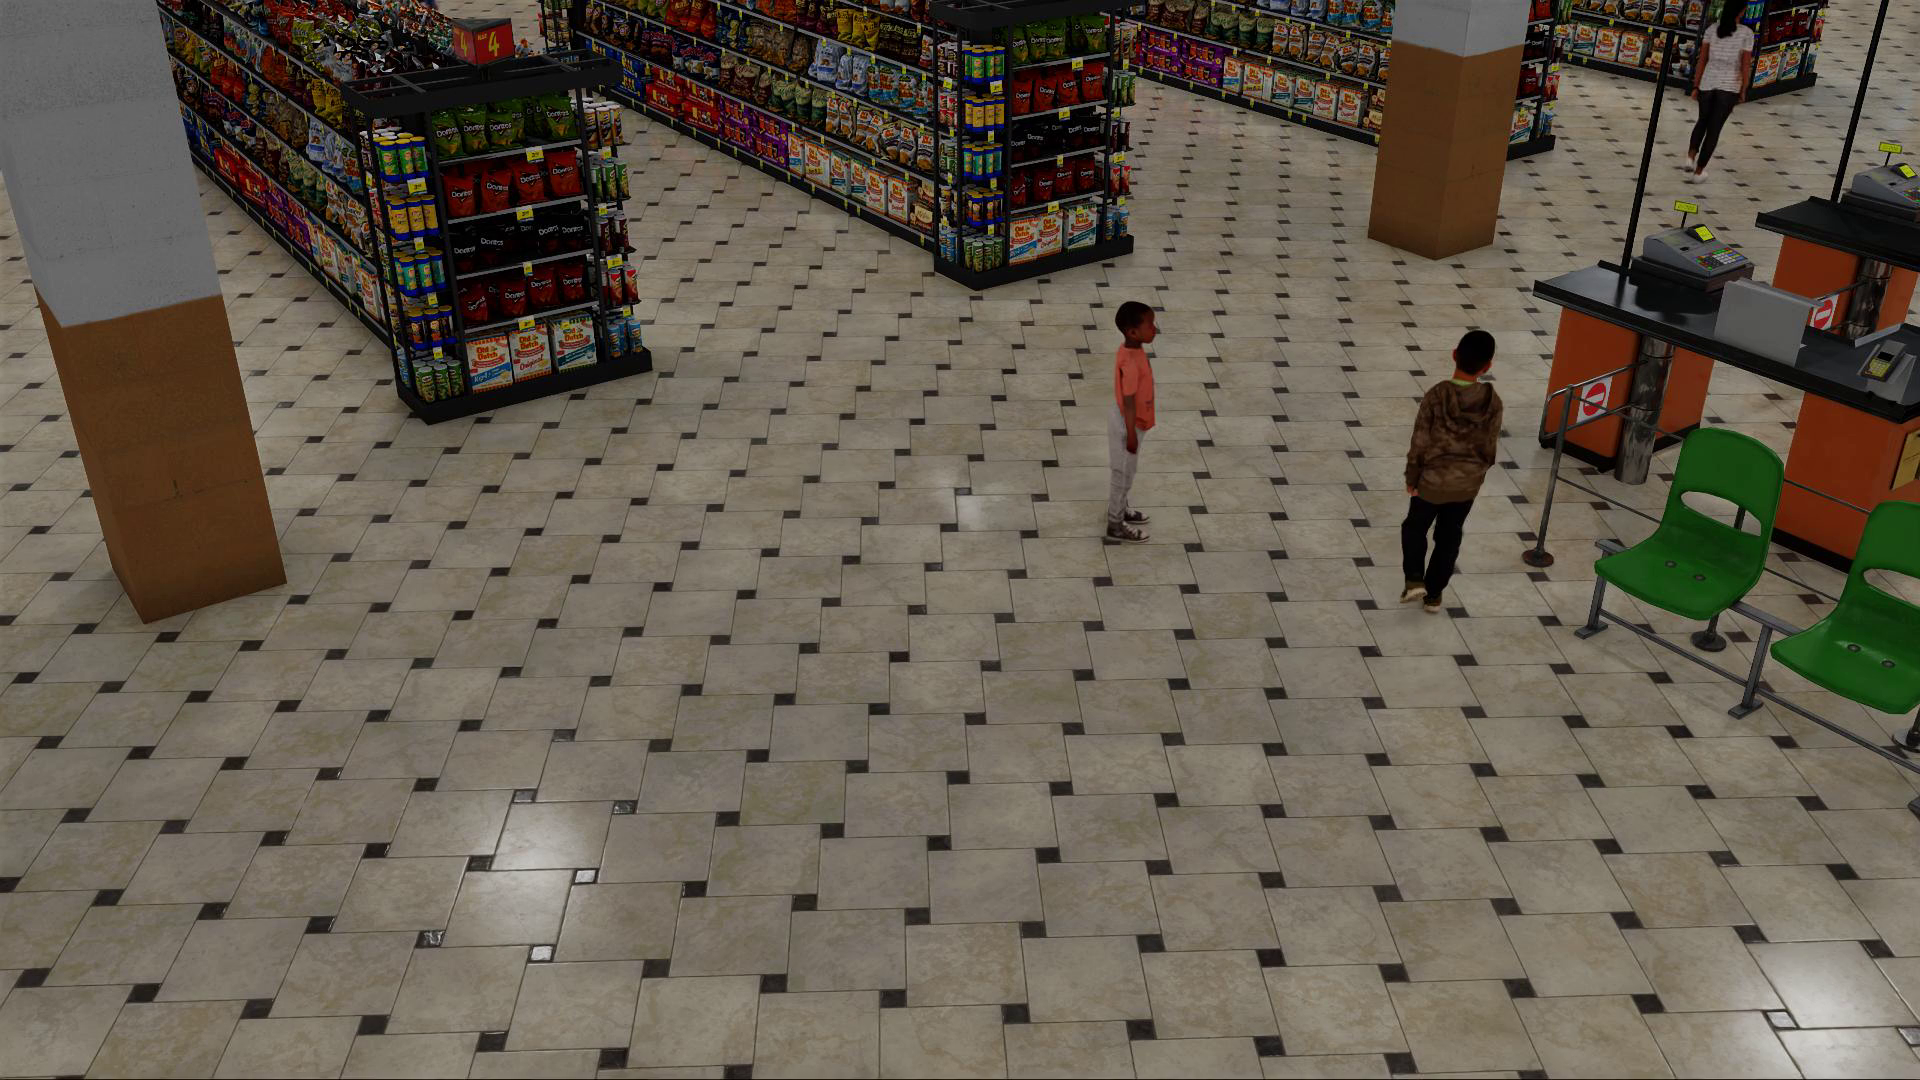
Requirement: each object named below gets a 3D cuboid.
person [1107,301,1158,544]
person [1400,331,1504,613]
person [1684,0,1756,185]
[{"bbox_3d":[0.877,-0.629,8.723,0.615,1.309,0.554,4,29,8],"label":"person"},{"bbox_3d":[2.348,-0.275,7.937,0.720,1.441,0.778,2,29,4],"label":"person"},{"bbox_3d":[6.506,-3.870,14.319,0.598,1.635,0.679,24,37,37],"label":"person"}]
